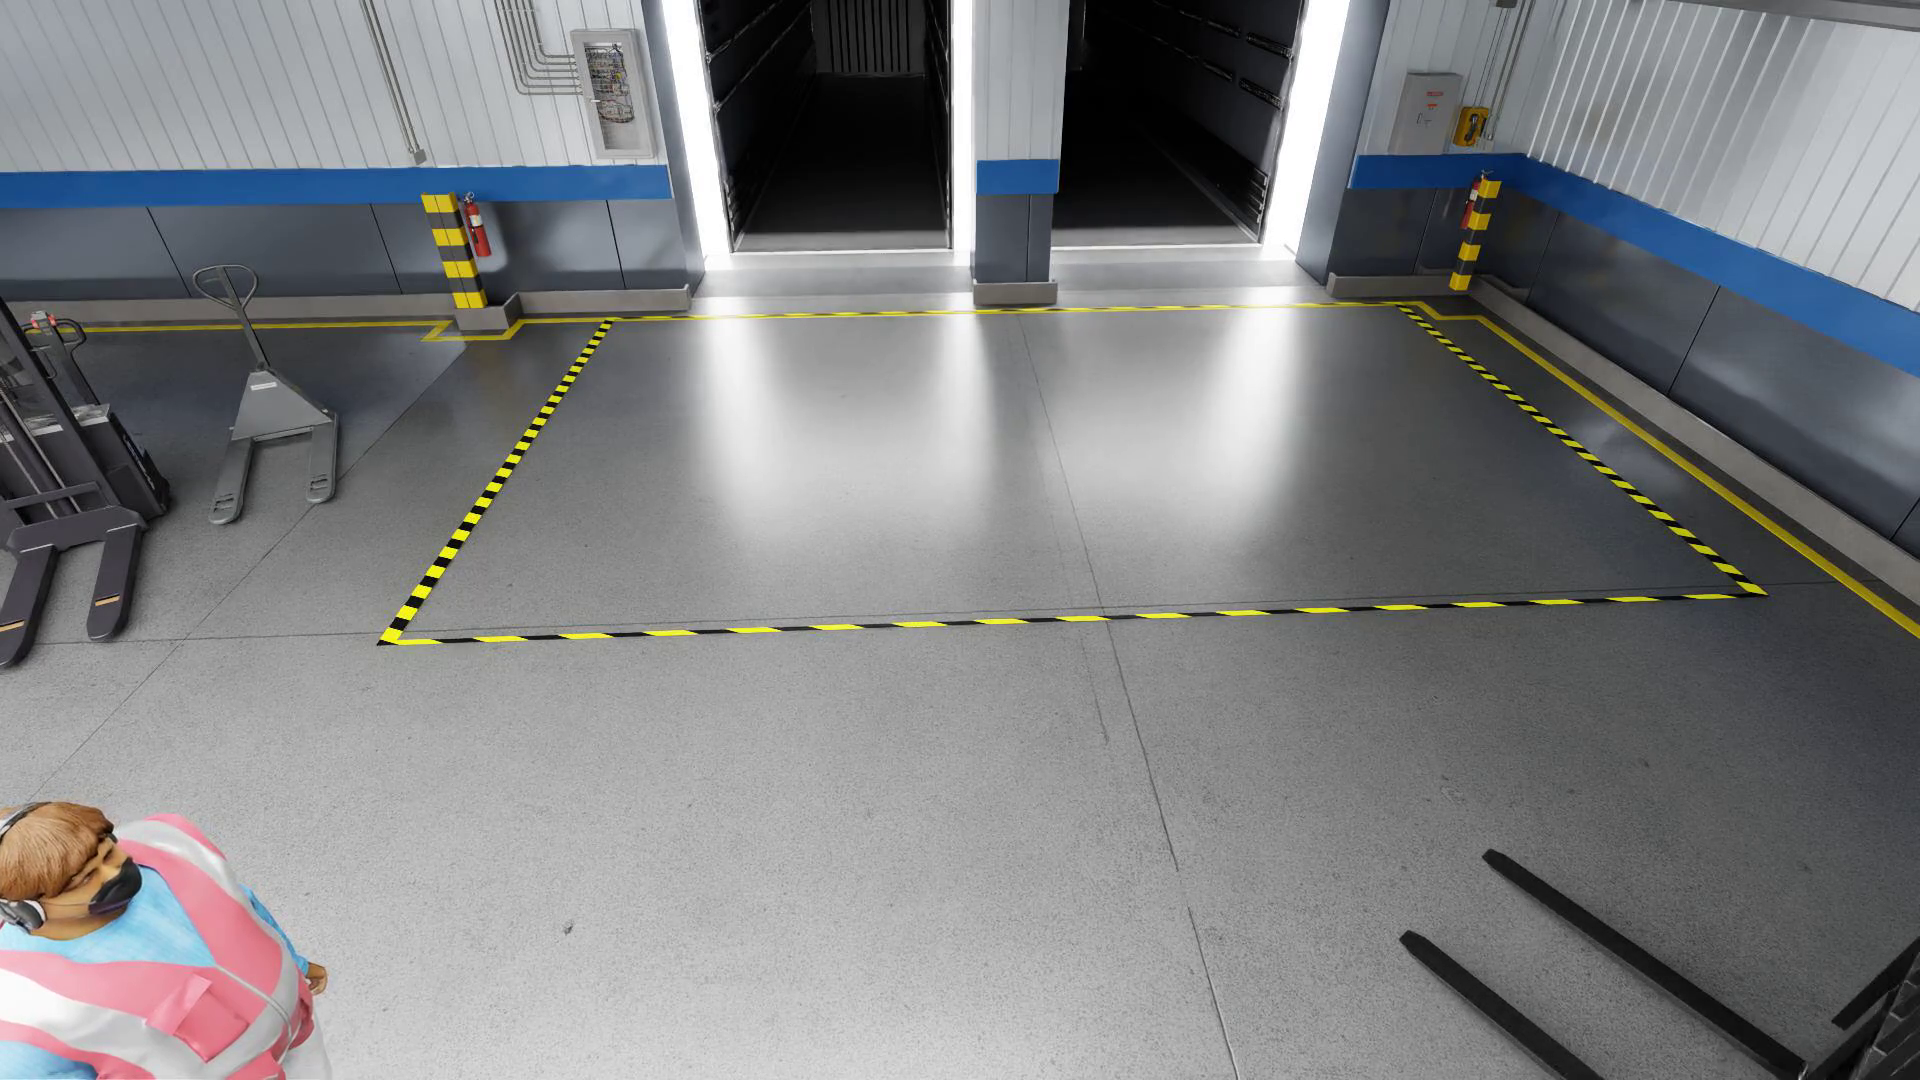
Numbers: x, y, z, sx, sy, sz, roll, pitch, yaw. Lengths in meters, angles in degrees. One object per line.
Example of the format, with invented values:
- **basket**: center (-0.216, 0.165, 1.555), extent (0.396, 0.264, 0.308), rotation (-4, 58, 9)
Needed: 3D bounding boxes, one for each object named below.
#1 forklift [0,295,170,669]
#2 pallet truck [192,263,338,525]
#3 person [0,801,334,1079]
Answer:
- **forklift**: center (-5.212, -0.618, 4.878), extent (0.823, 1.965, 1.885), rotation (-20, 39, -26)
- **pallet truck**: center (-4.778, -1.027, 6.128), extent (0.680, 1.201, 1.601), rotation (-17, 38, -23)
- **person**: center (-1.807, 1.289, 2.272), extent (0.430, 1.844, 0.619), rotation (-1, 35, -2)
